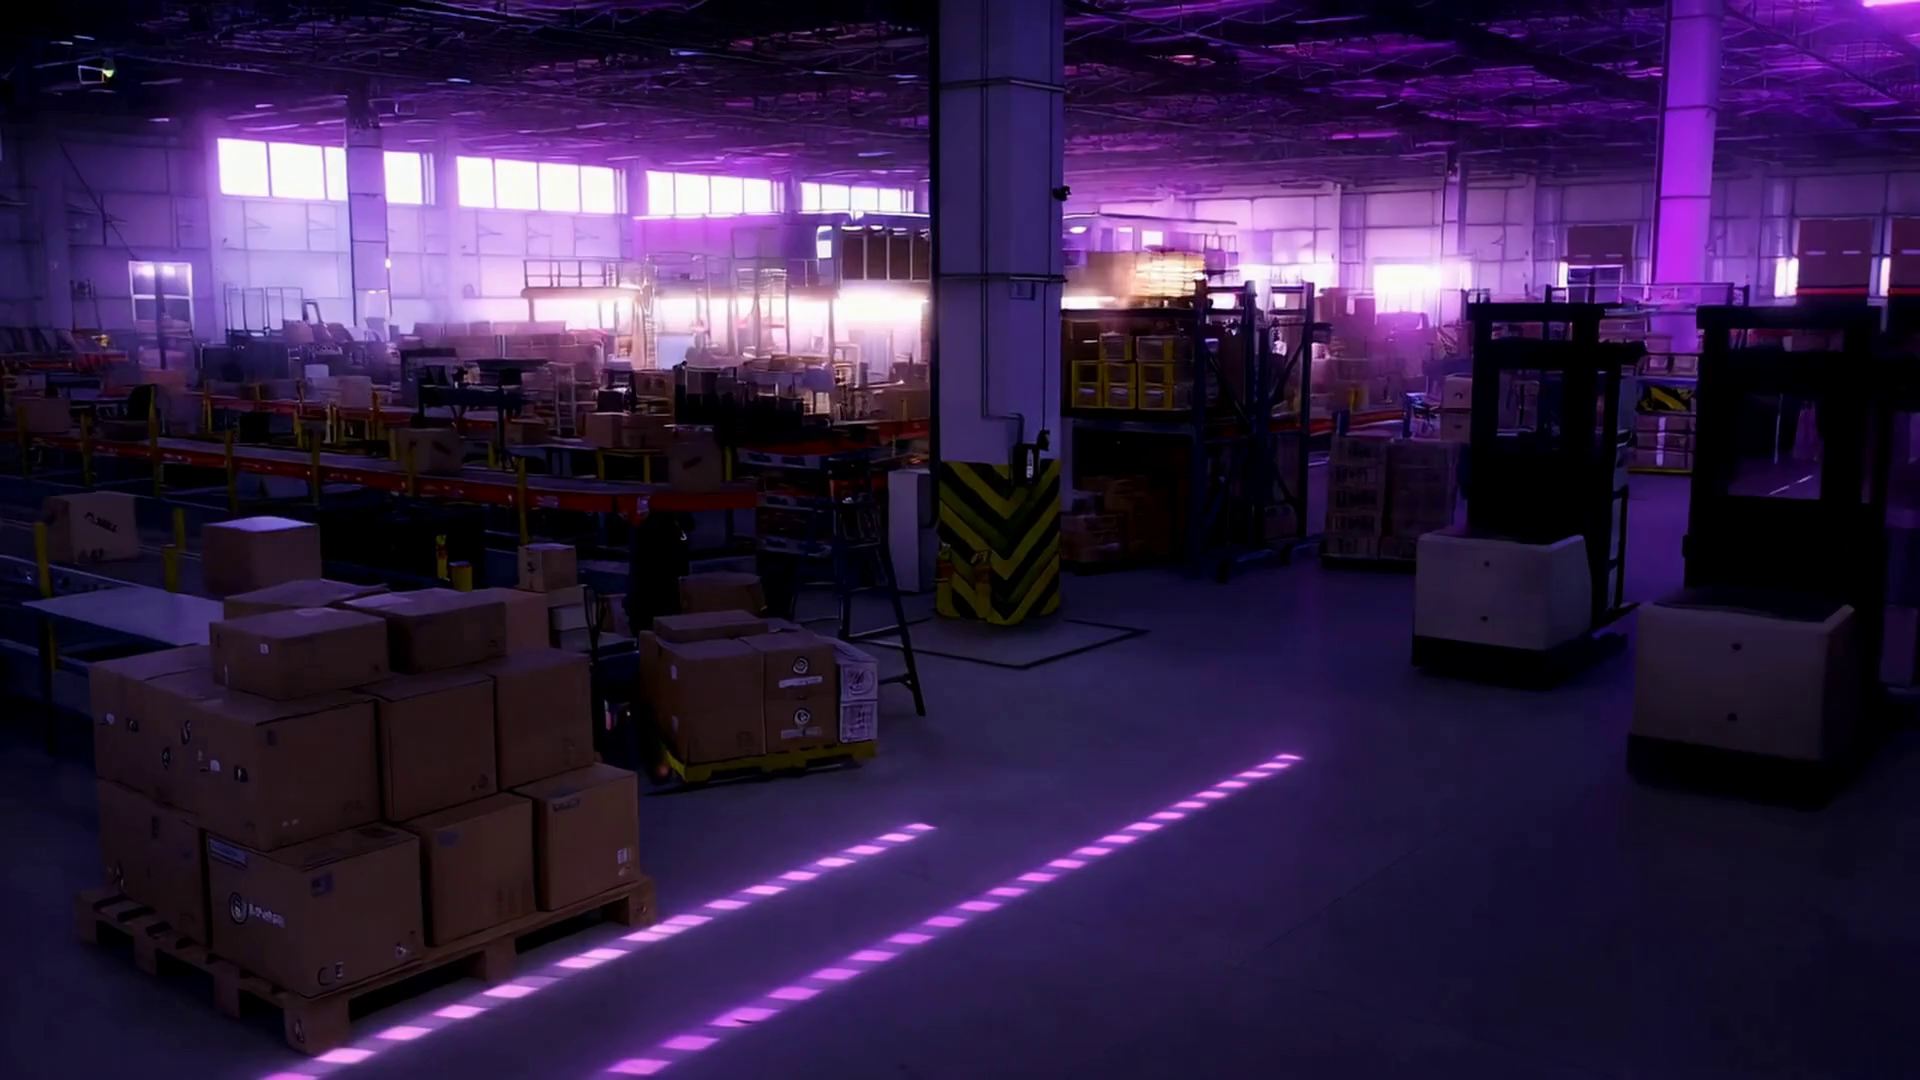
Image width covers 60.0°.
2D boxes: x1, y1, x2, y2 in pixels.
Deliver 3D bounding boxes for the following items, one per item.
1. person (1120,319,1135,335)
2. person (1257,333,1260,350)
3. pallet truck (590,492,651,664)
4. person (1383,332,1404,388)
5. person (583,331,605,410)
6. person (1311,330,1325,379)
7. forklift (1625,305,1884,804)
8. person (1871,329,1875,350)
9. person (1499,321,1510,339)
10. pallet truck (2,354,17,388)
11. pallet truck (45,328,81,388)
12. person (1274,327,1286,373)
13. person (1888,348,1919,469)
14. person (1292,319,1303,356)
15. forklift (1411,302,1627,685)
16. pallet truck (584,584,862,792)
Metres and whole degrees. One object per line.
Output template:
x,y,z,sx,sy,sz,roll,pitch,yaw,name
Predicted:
6.292,-7.342,62.511,0.639,1.947,0.612,0,8,-1,person
10.386,-6.454,56.987,0.540,1.820,0.975,8,12,44,person
-3.115,0.344,12.883,0.653,1.274,1.630,7,11,37,pallet truck
13.033,-5.402,50.103,0.530,1.746,0.631,-7,11,-41,person
-8.797,-4.050,40.215,1.073,1.981,0.620,8,12,43,person
9.391,-4.578,43.924,0.358,1.938,0.548,7,11,41,person
4.882,-0.018,10.017,1.129,2.768,1.873,6,11,37,forklift
34.549,-7.464,63.430,0.587,1.922,0.383,1,9,8,person
25.981,-9.823,79.685,0.636,1.818,0.764,-5,10,-30,person
-24.881,-4.417,42.634,1.885,1.965,0.823,8,11,41,pallet truck
-23.775,-4.544,43.495,1.885,1.965,0.823,6,10,35,pallet truck
9.199,-5.175,47.949,0.359,1.938,0.547,4,9,23,person
15.657,-2.167,27.470,0.616,1.997,0.373,3,9,22,person
15.853,-9.415,77.316,0.852,1.709,0.484,-3,9,-19,person
4.379,-0.438,12.852,1.129,2.768,1.873,7,11,37,forklift
-1.426,0.805,10.019,1.601,1.201,0.680,-4,9,-26,pallet truck
